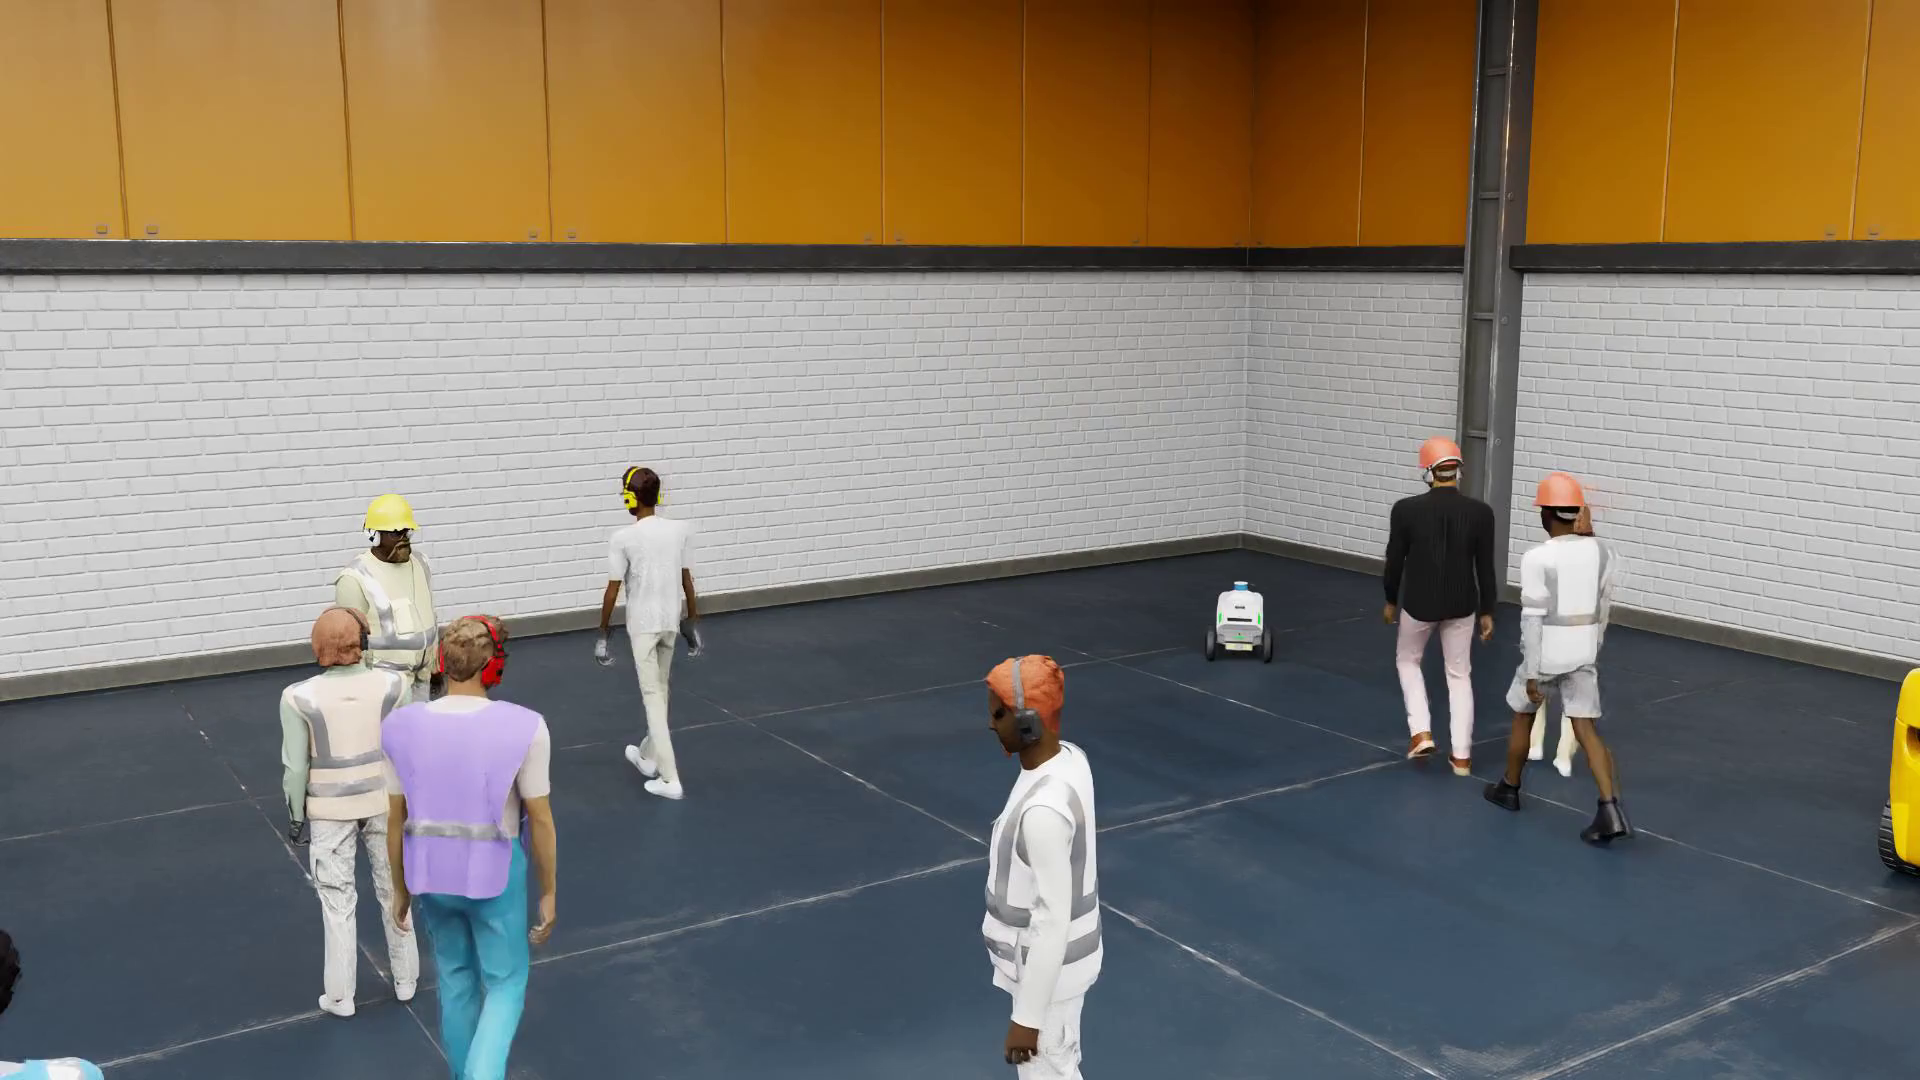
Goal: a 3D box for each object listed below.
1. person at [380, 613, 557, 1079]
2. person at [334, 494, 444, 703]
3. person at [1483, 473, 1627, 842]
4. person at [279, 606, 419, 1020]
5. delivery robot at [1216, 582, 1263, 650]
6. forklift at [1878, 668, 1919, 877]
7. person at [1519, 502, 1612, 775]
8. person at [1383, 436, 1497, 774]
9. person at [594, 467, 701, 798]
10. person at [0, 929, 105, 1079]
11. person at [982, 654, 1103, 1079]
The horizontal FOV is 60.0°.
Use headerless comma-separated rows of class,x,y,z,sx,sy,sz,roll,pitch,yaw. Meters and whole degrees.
person,-1.636,1.161,5.501,0.588,1.820,0.674,0,9,3
person,-2.868,0.666,8.461,0.403,1.825,0.592,4,10,24
person,3.157,0.601,8.670,0.540,1.898,1.003,-2,10,-13
person,-2.393,1.072,6.563,0.514,1.636,0.315,-6,11,-33
delivery robot,2.126,0.559,12.611,0.477,0.478,0.707,1,9,10
forklift,5.511,0.571,7.906,2.313,2.155,1.214,-6,11,-33
person,3.530,0.545,9.780,0.518,1.616,0.527,1,9,5
person,2.809,0.379,9.741,0.640,1.968,0.472,1,9,4
person,-1.814,0.503,9.361,0.562,1.841,0.768,-9,13,-43
person,-1.952,1.584,3.337,0.552,1.683,0.403,-7,12,-36
person,0.229,1.243,4.785,0.355,1.887,0.572,1,10,8
